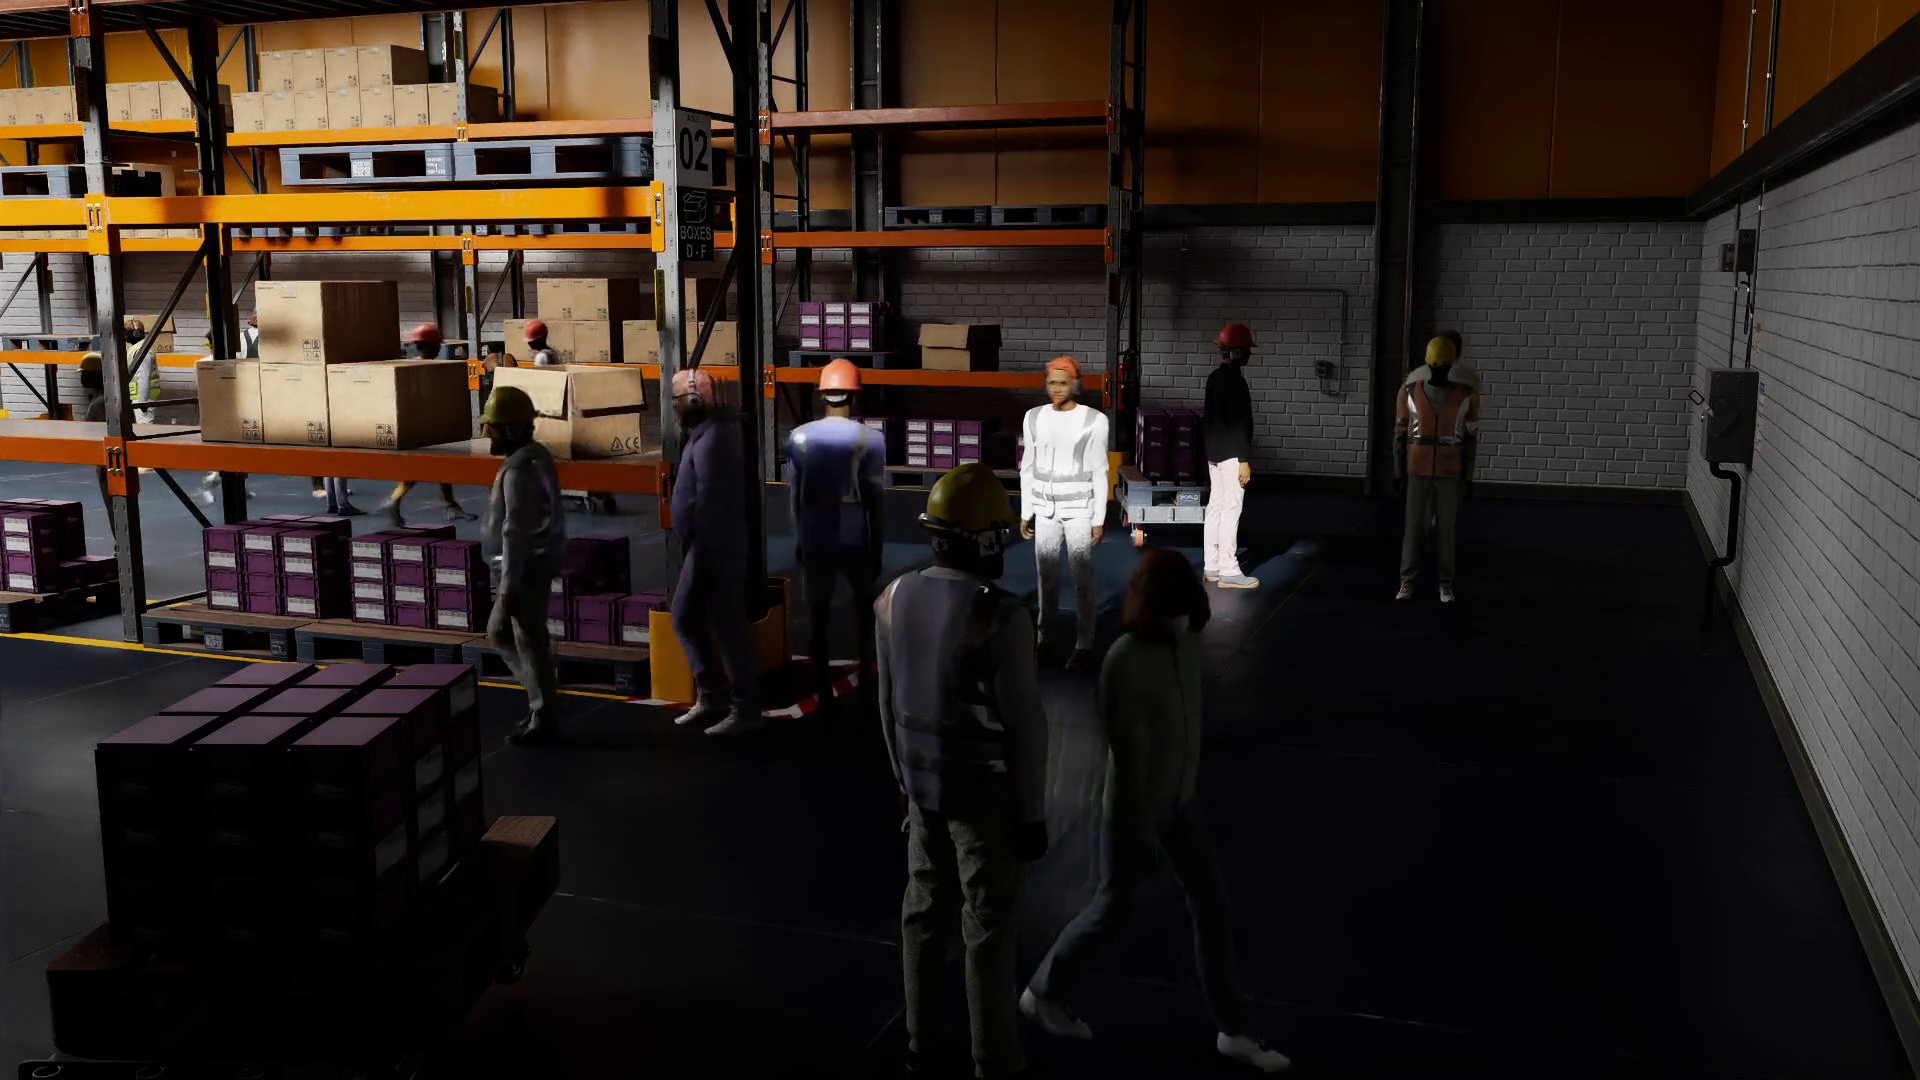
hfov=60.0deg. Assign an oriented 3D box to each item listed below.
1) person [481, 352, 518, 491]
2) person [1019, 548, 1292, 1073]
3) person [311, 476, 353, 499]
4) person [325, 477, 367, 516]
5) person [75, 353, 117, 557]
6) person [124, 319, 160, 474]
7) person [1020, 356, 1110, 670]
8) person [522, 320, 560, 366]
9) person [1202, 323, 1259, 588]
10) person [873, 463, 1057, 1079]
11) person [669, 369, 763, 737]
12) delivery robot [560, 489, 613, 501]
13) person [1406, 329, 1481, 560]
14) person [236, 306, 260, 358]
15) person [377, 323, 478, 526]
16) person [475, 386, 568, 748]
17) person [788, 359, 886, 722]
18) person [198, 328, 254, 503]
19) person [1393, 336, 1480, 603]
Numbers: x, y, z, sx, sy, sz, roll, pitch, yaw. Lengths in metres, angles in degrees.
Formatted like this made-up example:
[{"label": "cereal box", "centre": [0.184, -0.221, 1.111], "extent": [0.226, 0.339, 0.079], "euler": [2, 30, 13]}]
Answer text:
[{"label": "person", "centre": [-3.115, -0.381, 11.525], "extent": [0.430, 1.835, 0.621], "euler": [-2, 9, -10]}, {"label": "person", "centre": [0.542, 0.789, 4.952], "extent": [0.778, 1.586, 0.511], "euler": [8, 12, 40]}, {"label": "person", "centre": [-6.719, -1.365, 17.665], "extent": [0.351, 1.838, 0.507], "euler": [5, 10, 28]}, {"label": "person", "centre": [-6.092, -1.118, 16.360], "extent": [0.328, 1.762, 0.523], "euler": [-8, 12, -40]}, {"label": "person", "centre": [-6.844, -0.624, 13.307], "extent": [0.322, 1.742, 0.493], "euler": [-4, 10, -24]}, {"label": "person", "centre": [-9.765, -1.705, 19.829], "extent": [0.429, 1.837, 0.624], "euler": [-5, 10, -29]}, {"label": "person", "centre": [0.625, -0.162, 9.989], "extent": [0.578, 1.879, 0.349], "euler": [5, 11, 31]}, {"label": "person", "centre": [-4.563, -1.428, 17.954], "extent": [0.893, 1.871, 0.567], "euler": [-1, 9, -5]}, {"label": "person", "centre": [2.050, -0.638, 12.604], "extent": [0.382, 1.993, 0.622], "euler": [-2, 9, -14]}, {"label": "person", "centre": [0.030, 0.693, 4.755], "extent": [0.590, 1.833, 0.404], "euler": [8, 12, 43]}, {"label": "person", "centre": [-1.291, 0.072, 8.502], "extent": [0.601, 1.876, 0.783], "euler": [-1, 9, -9]}, {"label": "delivery robot", "centre": [-3.796, -0.600, 16.580], "extent": [0.707, 0.478, 0.477], "euler": [6, 11, 35]}, {"label": "person", "centre": [3.923, -0.761, 13.627], "extent": [0.626, 1.922, 0.540], "euler": [7, 11, 37]}, {"label": "person", "centre": [-8.489, -1.908, 20.439], "extent": [0.688, 2.000, 0.536], "euler": [3, 9, 16]}, {"label": "person", "centre": [-5.048, -1.082, 15.659], "extent": [0.851, 1.913, 0.568], "euler": [-2, 9, -14]}, {"label": "person", "centre": [-2.177, 0.145, 8.238], "extent": [0.431, 1.816, 0.615], "euler": [-1, 9, -6]}, {"label": "person", "centre": [-0.644, -0.016, 8.968], "extent": [0.562, 1.903, 0.770], "euler": [2, 9, 11]}, {"label": "person", "centre": [-7.628, -1.293, 17.217], "extent": [0.552, 1.838, 0.775], "euler": [1, 9, 7]}, {"label": "person", "centre": [3.420, -0.504, 11.991], "extent": [0.586, 1.923, 0.371], "euler": [2, 9, 15]}]
